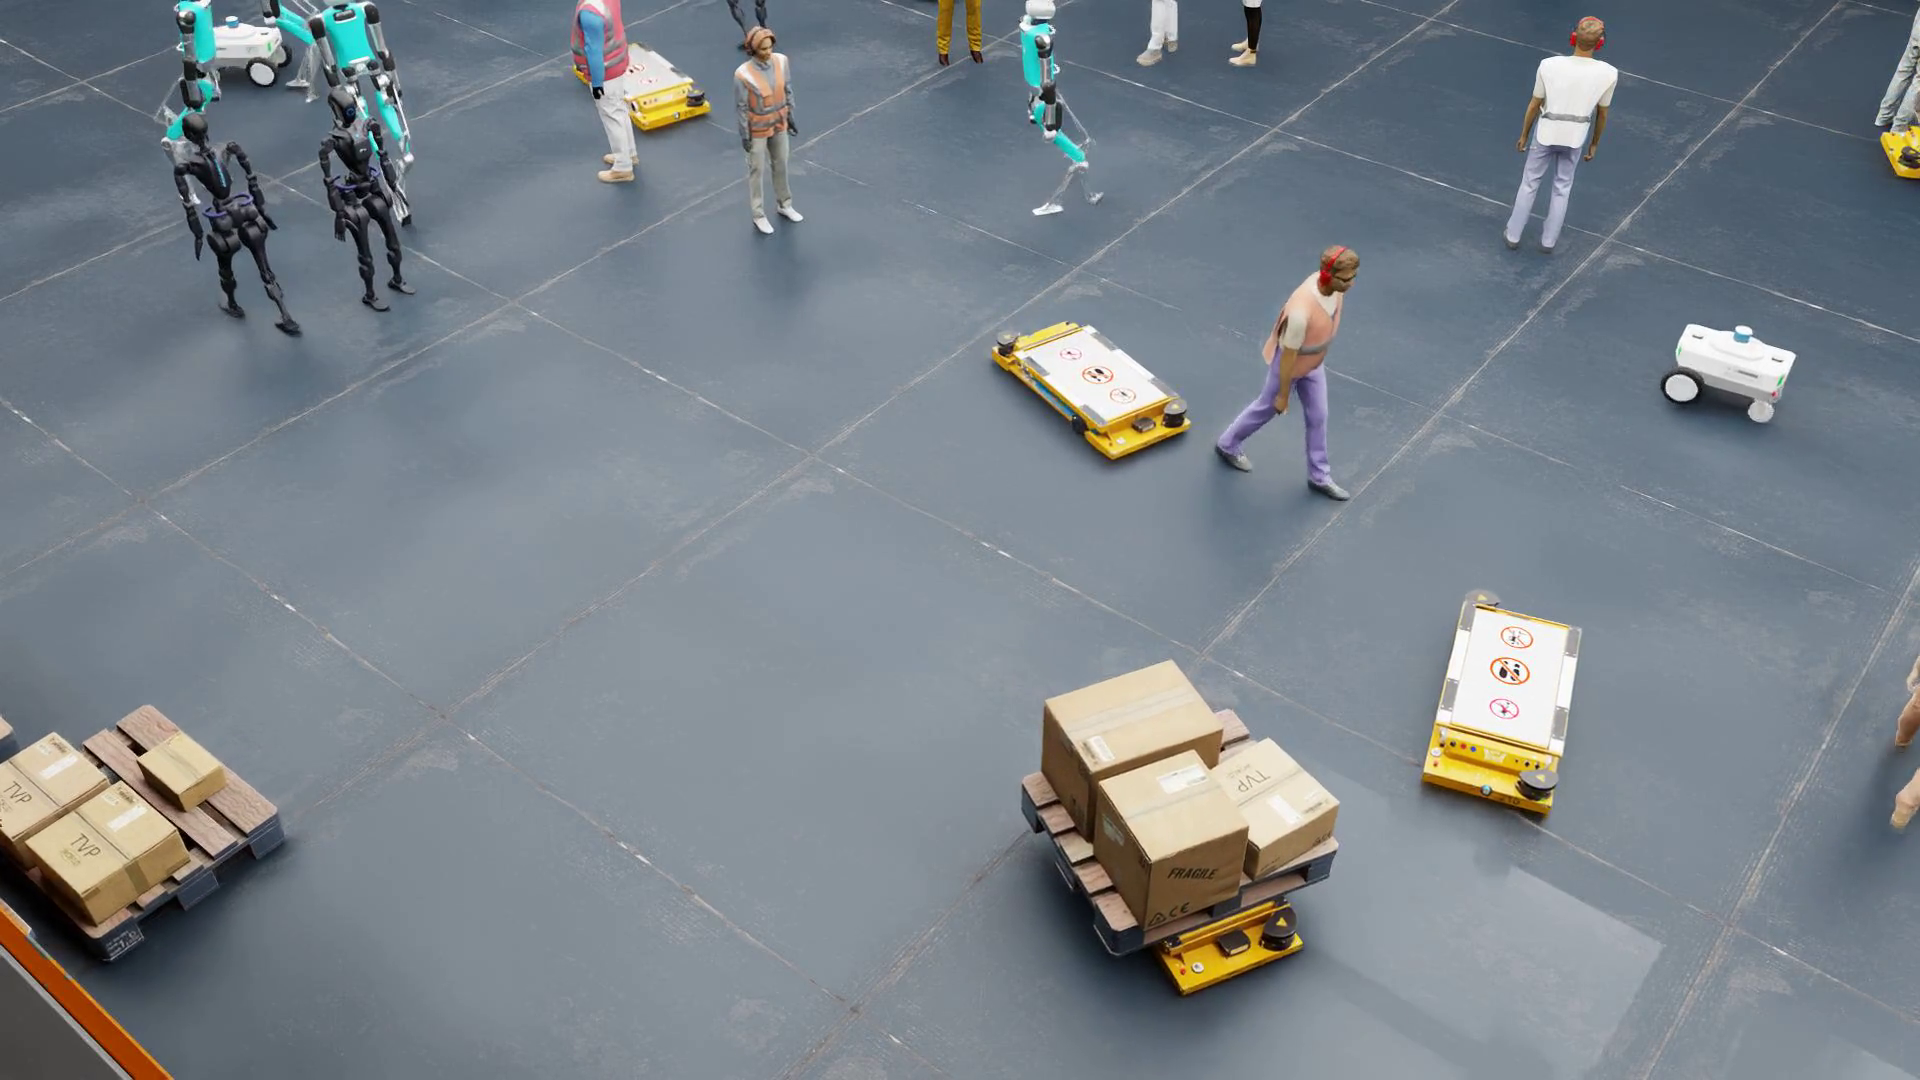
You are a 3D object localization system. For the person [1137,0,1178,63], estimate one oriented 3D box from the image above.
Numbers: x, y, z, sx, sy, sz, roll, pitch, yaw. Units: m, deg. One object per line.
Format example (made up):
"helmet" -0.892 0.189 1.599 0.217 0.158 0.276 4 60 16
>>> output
"person" 1.856 -5.295 15.090 0.342 1.858 0.699 20 44 22

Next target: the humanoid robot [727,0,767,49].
"humanoid robot" -1.957 -5.349 15.283 0.360 1.645 0.585 29 48 30

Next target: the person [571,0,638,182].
"person" -2.862 -3.775 13.318 0.434 1.833 0.629 2 40 2

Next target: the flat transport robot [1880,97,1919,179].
"flat transport robot" 8.504 -3.182 13.821 1.431 0.231 0.659 7 41 8

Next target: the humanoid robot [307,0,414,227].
"humanoid robot" -4.500 -3.291 12.863 0.556 1.830 0.890 -22 45 -24

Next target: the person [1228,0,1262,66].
"person" 2.649 -5.150 15.040 0.322 1.691 0.532 8 41 10

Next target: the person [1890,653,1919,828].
"person" 5.030 0.614 8.246 0.472 1.707 0.891 28 48 29

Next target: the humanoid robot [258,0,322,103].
"humanoid robot" -5.855 -4.693 14.470 0.722 1.797 0.532 -13 42 -15

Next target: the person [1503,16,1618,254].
"person" 4.466 -2.974 12.372 0.569 1.831 0.402 7 41 9

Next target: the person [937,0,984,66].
"person" 0.014 -5.149 14.998 0.528 1.750 0.342 -6 41 -7

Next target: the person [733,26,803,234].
"person" -1.482 -3.139 12.717 0.515 1.635 0.311 -32 50 -32

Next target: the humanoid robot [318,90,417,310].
"humanoid robot" -4.243 -2.435 11.855 0.307 1.655 0.611 24 46 26

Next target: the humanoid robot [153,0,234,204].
"humanoid robot" -6.149 -3.537 13.113 0.818 1.786 0.606 -2 40 -2

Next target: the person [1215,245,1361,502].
"person" 2.033 -1.074 10.181 0.925 1.778 0.590 29 48 30

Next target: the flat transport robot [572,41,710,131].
"flat transport robot" -2.871 -4.085 14.884 0.659 0.231 1.431 -25 46 -26

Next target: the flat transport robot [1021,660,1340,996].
"flat transport robot" 1.041 1.553 8.251 0.659 0.231 1.431 -16 43 -18

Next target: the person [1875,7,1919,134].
"person" 8.154 -4.201 13.893 0.320 1.727 0.487 -10 41 -11

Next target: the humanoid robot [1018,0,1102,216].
"humanoid robot" 0.855 -3.311 12.904 0.837 1.864 0.548 -10 41 -12

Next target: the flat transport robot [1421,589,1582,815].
"flat transport robot" 2.978 0.849 9.079 0.659 0.231 1.431 14 42 16

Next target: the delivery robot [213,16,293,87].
"delivery robot" -6.509 -4.440 15.088 0.808 0.604 0.499 0 40 0

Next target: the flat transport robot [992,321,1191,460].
"flat transport robot" 0.879 -1.072 11.339 0.659 0.231 1.431 -22 45 -24

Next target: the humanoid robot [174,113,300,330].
"humanoid robot" -5.108 -2.234 11.652 0.760 1.626 0.598 29 48 30

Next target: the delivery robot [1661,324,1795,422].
"delivery robot" 5.178 -1.172 11.249 0.792 0.611 0.499 22 45 24
